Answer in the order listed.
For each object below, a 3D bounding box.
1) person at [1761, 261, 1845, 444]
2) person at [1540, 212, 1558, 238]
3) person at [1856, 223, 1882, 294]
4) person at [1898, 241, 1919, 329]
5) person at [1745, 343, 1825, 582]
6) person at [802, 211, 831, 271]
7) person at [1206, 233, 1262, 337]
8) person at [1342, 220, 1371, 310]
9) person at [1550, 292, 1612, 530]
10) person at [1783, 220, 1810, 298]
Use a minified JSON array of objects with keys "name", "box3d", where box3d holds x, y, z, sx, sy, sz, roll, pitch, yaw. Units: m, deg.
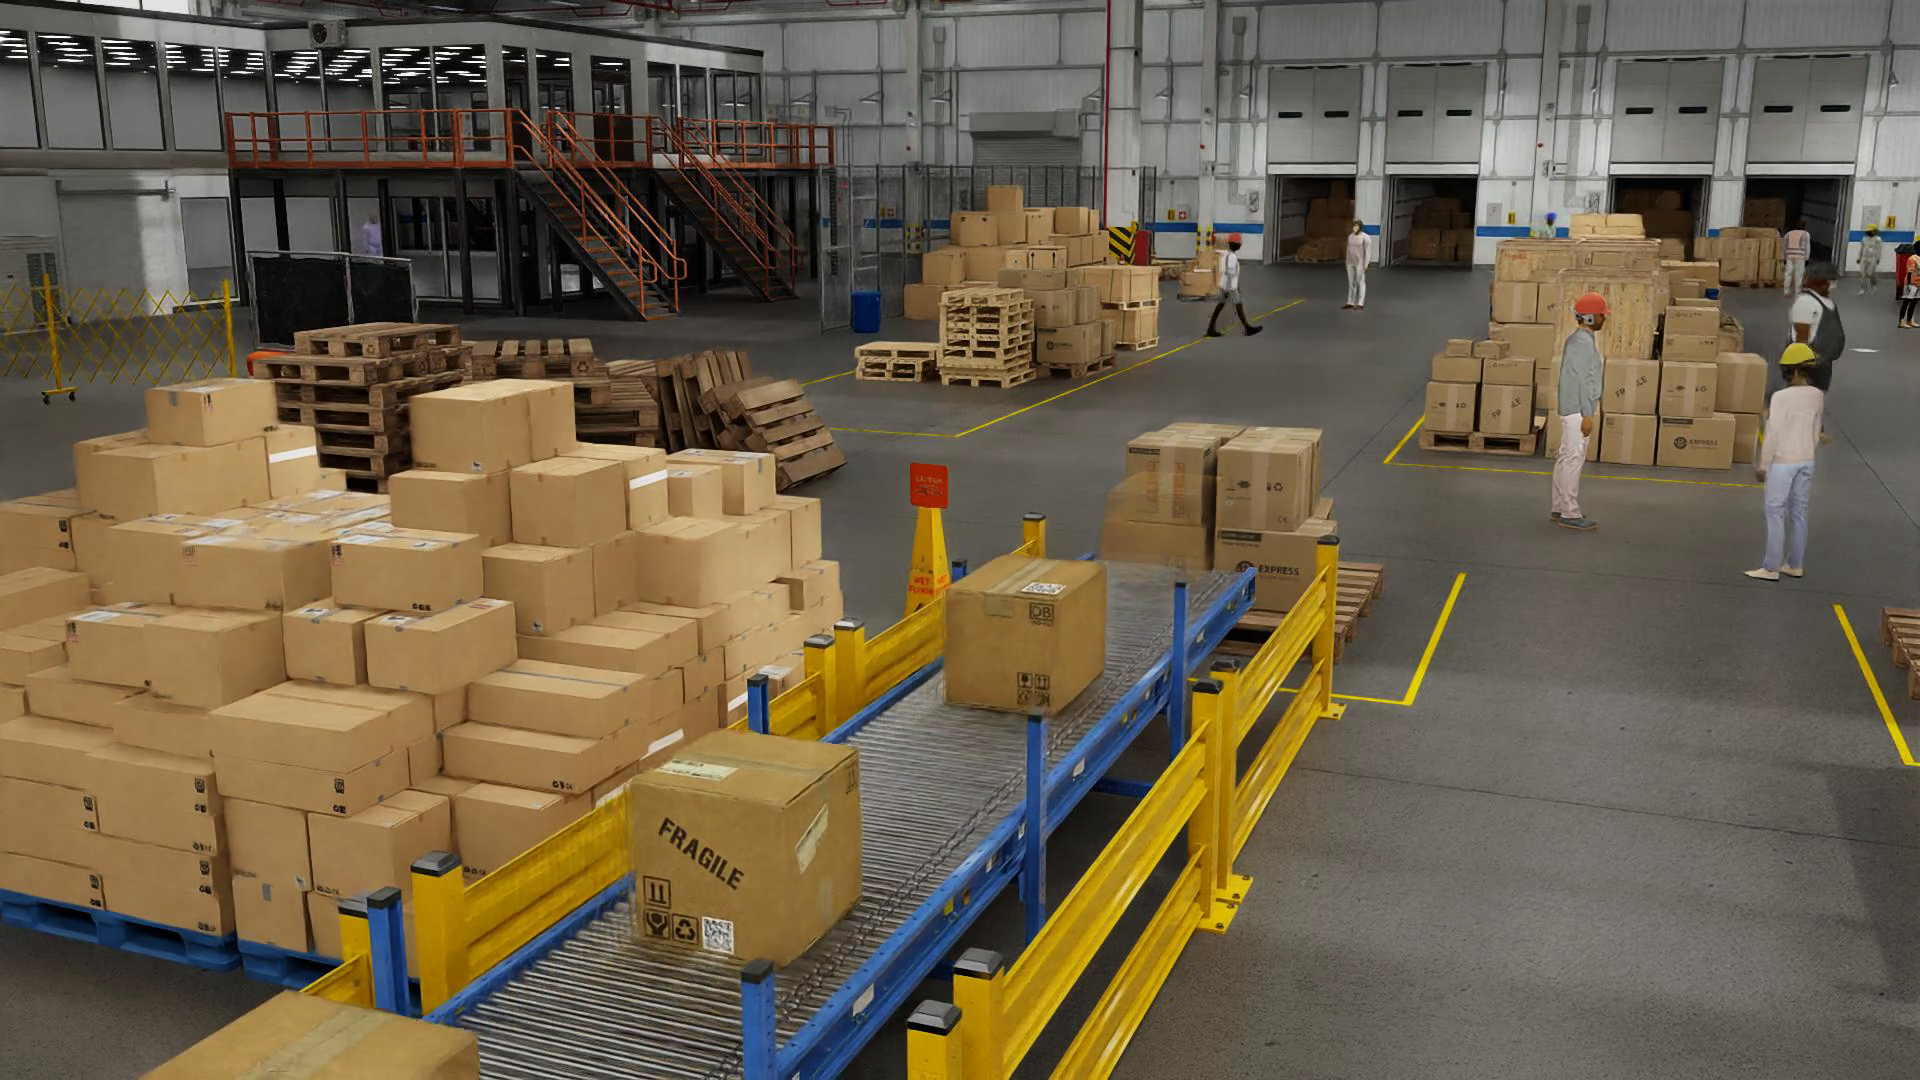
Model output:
[{"name":"person","box3d":[9.447,-2.094,18.477,0.697,2.000,0.682,-10,16,-39]},{"name":"person","box3d":[15.179,-7.473,42.892,0.630,1.916,0.488,-8,15,-33]},{"name":"person","box3d":[22.186,-6.865,40.599,0.383,1.731,0.506,-8,15,-31]},{"name":"person","box3d":[18.270,-4.893,31.833,0.534,1.691,0.322,-8,15,-31]},{"name":"person","box3d":[6.120,-0.573,12.300,0.526,1.760,0.331,-6,14,-24]},{"name":"person","box3d":[-4.301,-8.925,49.661,0.889,1.805,0.615,-4,13,-16]},{"name":"person","box3d":[4.952,-4.604,30.103,1.023,1.877,0.545,-2,13,-8]},{"name":"person","box3d":[8.597,-5.950,36.005,0.376,1.940,0.627,-8,15,-33]},{"name":"person","box3d":[5.254,-1.093,14.089,0.378,1.996,0.611,2,13,8]},{"name":"person","box3d":[19.757,-6.631,39.282,0.430,1.845,0.624,-8,15,-33]}]
